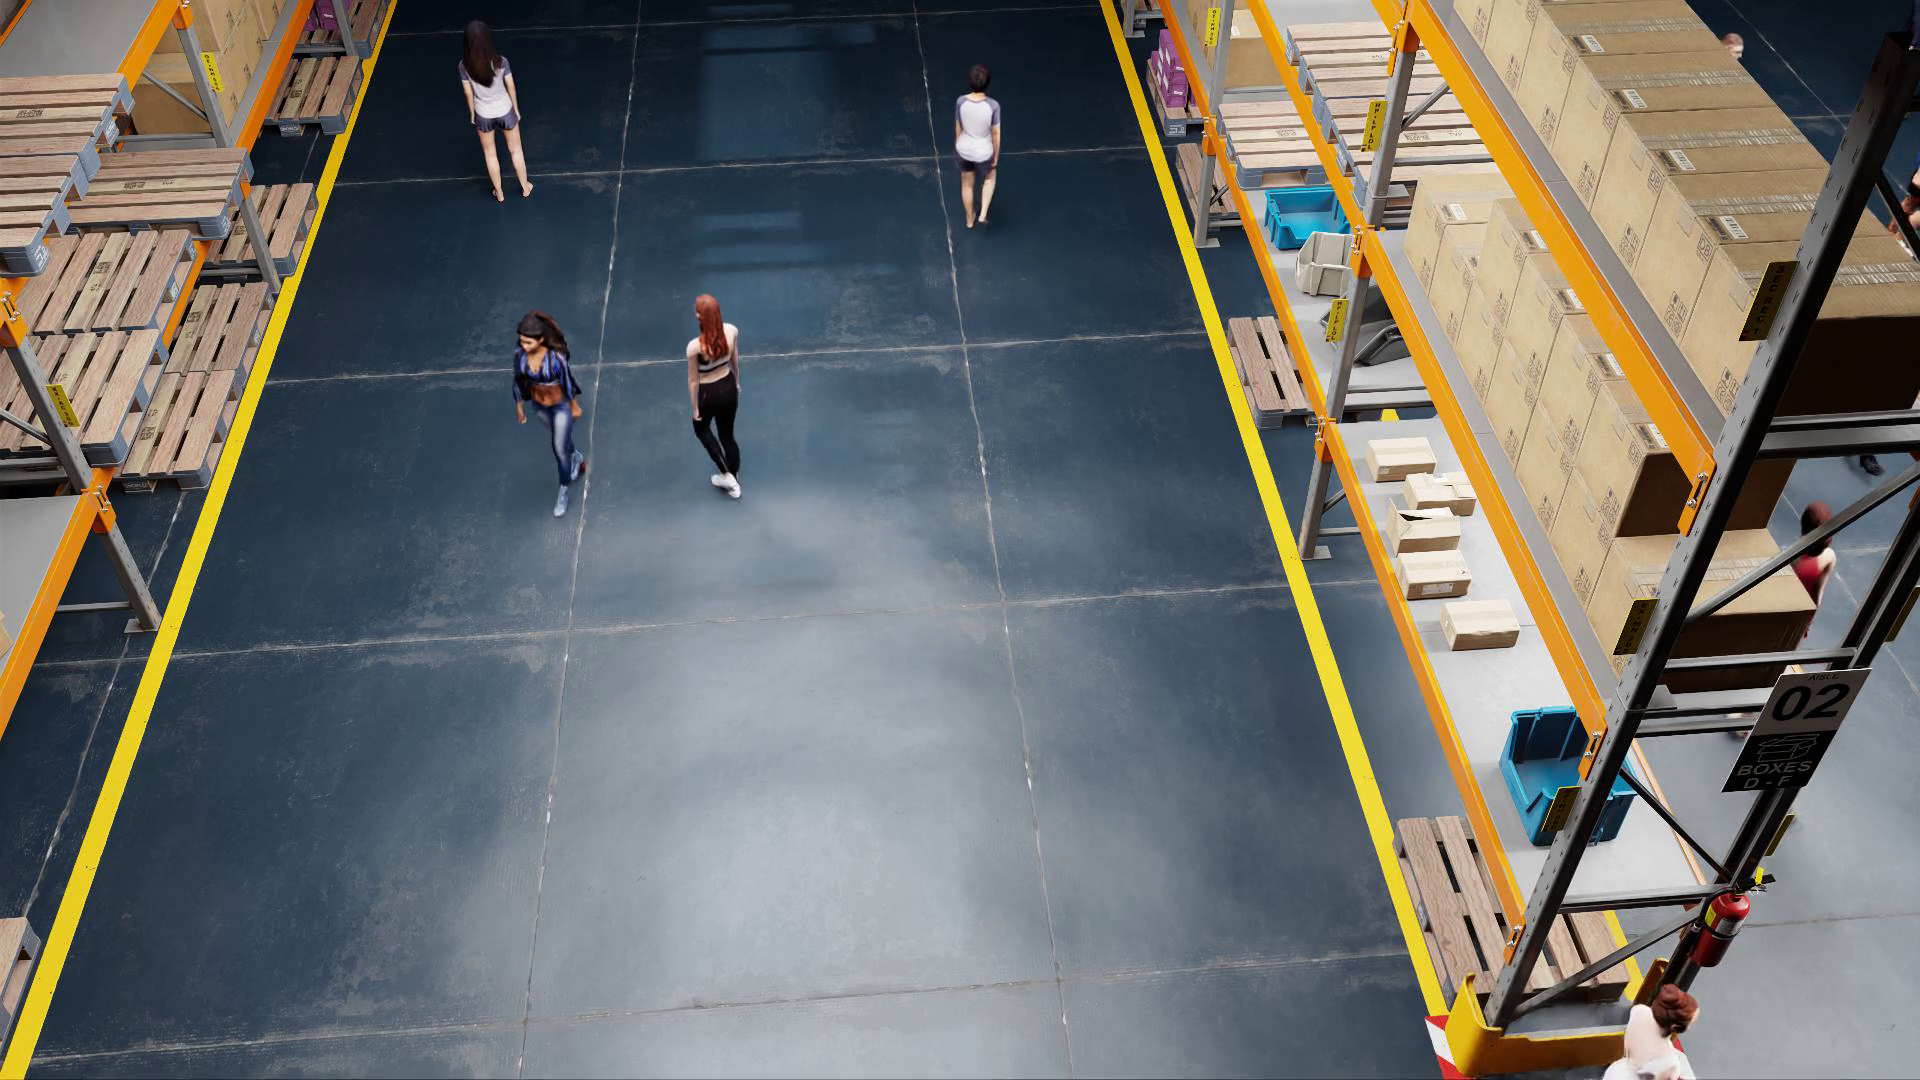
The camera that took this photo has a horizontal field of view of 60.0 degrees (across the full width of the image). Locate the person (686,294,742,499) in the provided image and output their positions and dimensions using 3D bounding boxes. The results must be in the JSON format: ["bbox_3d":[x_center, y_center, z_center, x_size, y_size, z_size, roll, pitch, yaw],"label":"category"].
[{"bbox_3d":[-1.682,-0.963,11.849,0.708,1.732,0.742,-28,50,-27],"label":"person"}]

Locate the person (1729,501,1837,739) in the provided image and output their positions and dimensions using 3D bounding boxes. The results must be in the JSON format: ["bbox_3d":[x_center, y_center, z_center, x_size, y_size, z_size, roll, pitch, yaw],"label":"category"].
[{"bbox_3d":[5.063,0.526,10.302,0.648,1.710,1.117,1,44,1],"label":"person"}]

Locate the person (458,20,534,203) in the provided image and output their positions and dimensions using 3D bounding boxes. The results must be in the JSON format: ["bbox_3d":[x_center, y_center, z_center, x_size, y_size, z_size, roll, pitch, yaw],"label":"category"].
[{"bbox_3d":[-4.180,-3.837,14.885,0.627,1.706,0.567,-11,45,-11],"label":"person"}]

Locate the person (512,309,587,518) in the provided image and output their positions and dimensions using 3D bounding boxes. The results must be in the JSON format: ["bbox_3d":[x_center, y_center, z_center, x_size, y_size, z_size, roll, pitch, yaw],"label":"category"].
[{"bbox_3d":[-2.906,-1.009,12.000,0.817,1.592,0.960,11,45,11],"label":"person"}]

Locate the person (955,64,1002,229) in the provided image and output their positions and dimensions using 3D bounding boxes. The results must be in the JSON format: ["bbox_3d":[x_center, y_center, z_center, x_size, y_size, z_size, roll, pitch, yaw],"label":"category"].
[{"bbox_3d":[0.133,-3.381,14.515,0.627,1.556,0.668,7,44,7],"label":"person"}]

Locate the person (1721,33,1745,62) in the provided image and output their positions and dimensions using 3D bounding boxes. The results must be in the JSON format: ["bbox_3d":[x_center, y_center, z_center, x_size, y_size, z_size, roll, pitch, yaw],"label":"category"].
[{"bbox_3d":[6.576,-3.749,14.801,0.787,1.694,0.743,30,51,28],"label":"person"}]

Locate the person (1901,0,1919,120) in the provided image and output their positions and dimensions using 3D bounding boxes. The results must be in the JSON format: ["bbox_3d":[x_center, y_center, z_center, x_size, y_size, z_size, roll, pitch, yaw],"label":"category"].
[{"bbox_3d":[9.167,-4.785,15.903,0.794,1.674,0.824,-26,50,-25],"label":"person"}]

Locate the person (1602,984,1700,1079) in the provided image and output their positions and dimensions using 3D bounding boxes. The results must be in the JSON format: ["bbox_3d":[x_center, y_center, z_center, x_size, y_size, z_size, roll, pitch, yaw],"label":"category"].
[{"bbox_3d":[3.087,2.697,7.978,0.651,1.773,0.755,-1,44,-1],"label":"person"}]
